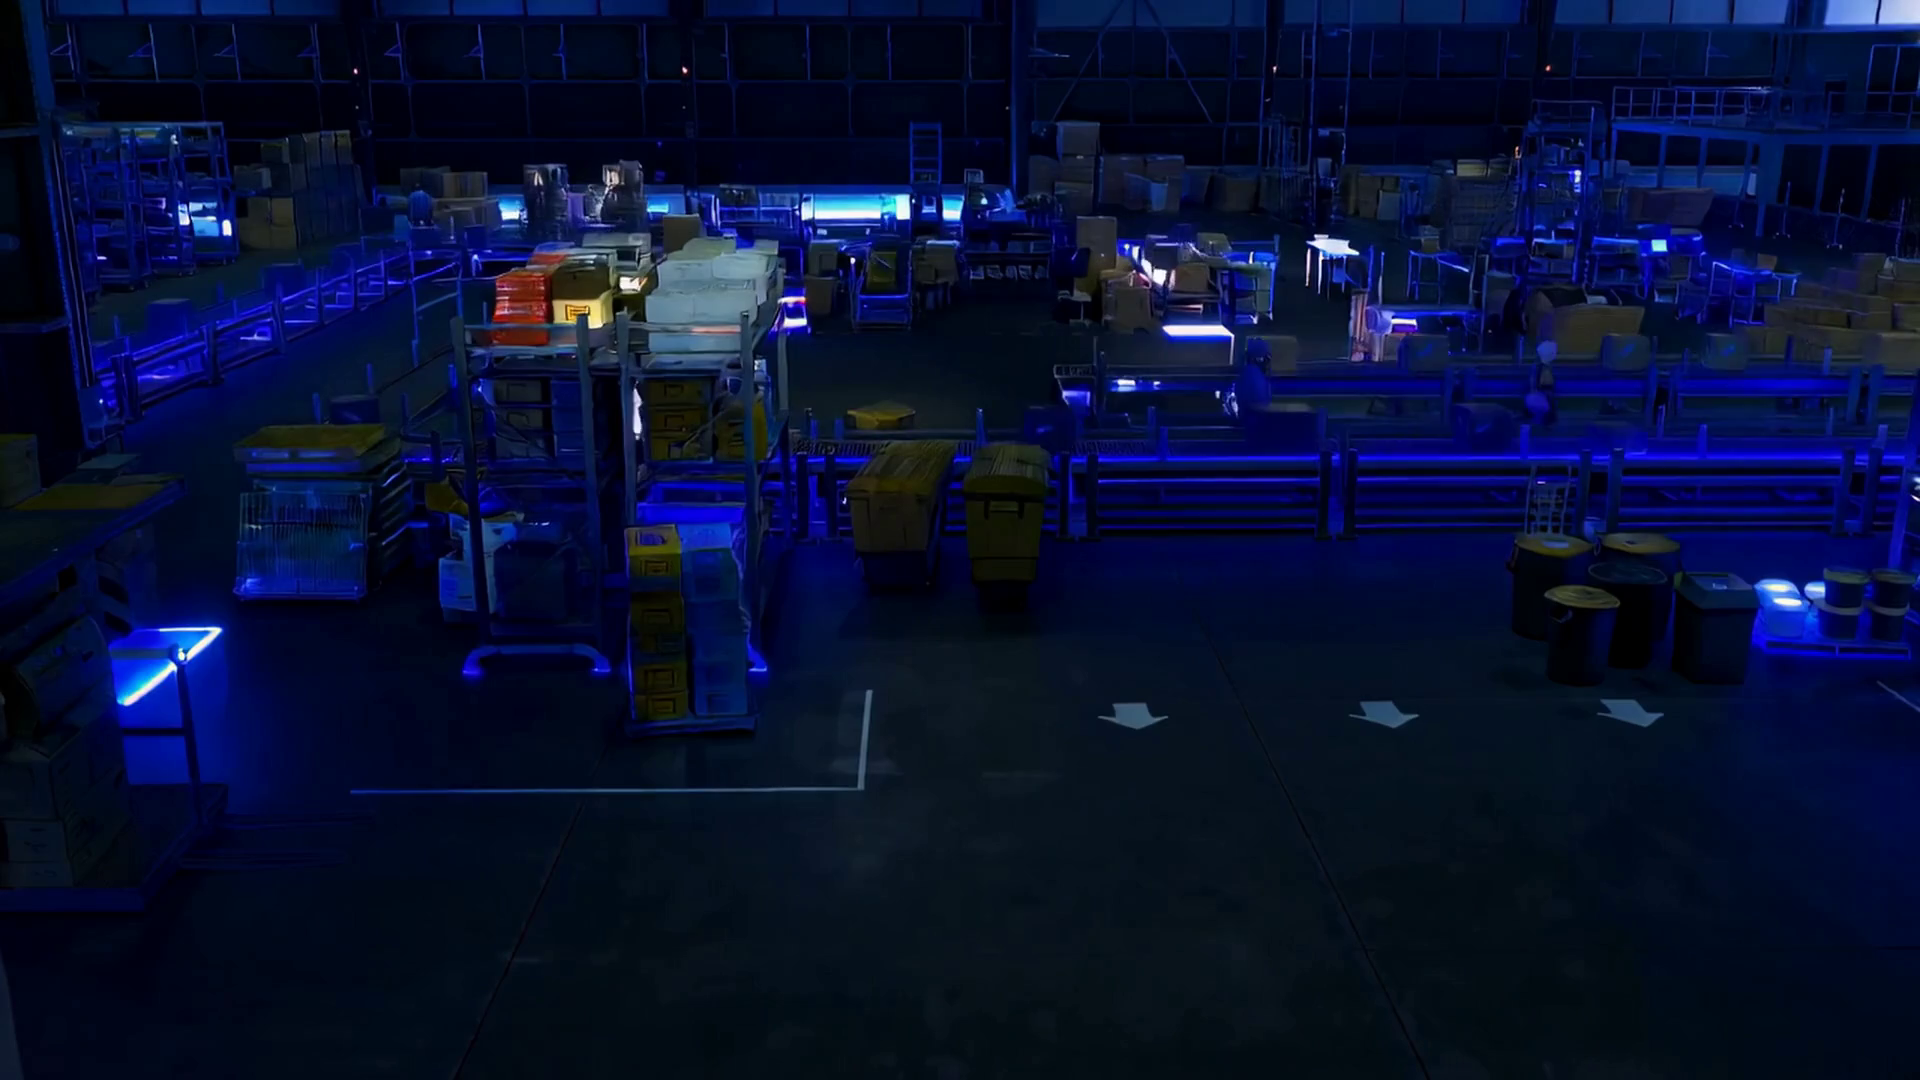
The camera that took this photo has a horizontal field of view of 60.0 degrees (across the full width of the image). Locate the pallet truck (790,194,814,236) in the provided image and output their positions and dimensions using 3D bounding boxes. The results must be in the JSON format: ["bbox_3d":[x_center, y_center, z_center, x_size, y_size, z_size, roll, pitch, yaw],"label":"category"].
[{"bbox_3d":[-4.814,-9.883,50.259,0.704,1.261,1.522,-1,16,-3],"label":"pallet truck"}]

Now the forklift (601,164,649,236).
[{"bbox_3d":[-9.948,-10.127,49.296,1.157,1.987,2.680,-1,16,-3],"label":"forklift"}]

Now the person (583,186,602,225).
[{"bbox_3d":[-9.906,-8.654,45.026,0.603,1.828,0.404,11,19,34],"label":"person"}]

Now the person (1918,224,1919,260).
[{"bbox_3d":[24.045,-7.636,41.127,0.605,2.034,0.397,12,20,36],"label":"person"}]

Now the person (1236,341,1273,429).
[{"bbox_3d":[3.705,-1.536,20.339,0.839,1.796,0.617,0,16,0],"label":"person"}]

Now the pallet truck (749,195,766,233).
[{"bbox_3d":[-6.051,-9.967,50.660,0.680,1.201,1.601,0,16,-1],"label":"pallet truck"}]

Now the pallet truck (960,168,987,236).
[{"bbox_3d":[0.383,-10.230,50.206,0.823,1.965,1.885,-1,16,-3],"label":"pallet truck"}]

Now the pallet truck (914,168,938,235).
[{"bbox_3d":[-0.989,-10.316,50.507,0.823,1.965,1.885,1,16,3],"label":"pallet truck"}]

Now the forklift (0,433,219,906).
[{"bbox_3d":[-5.952,0.780,10.366,1.873,2.768,1.129,0,16,-1],"label":"forklift"}]

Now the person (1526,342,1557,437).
[{"bbox_3d":[7.308,-1.694,21.130,0.850,1.663,0.525,1,16,3],"label":"person"}]

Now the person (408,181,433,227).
[{"bbox_3d":[-14.832,-8.905,45.756,0.642,1.913,0.408,-11,19,-33],"label":"person"}]

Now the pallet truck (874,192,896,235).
[{"bbox_3d":[-2.277,-9.986,50.594,0.653,1.274,1.630,0,16,-1],"label":"pallet truck"}]

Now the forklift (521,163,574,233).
[{"bbox_3d":[-12.233,-10.122,49.298,1.157,1.987,2.680,0,16,-1],"label":"forklift"}]
